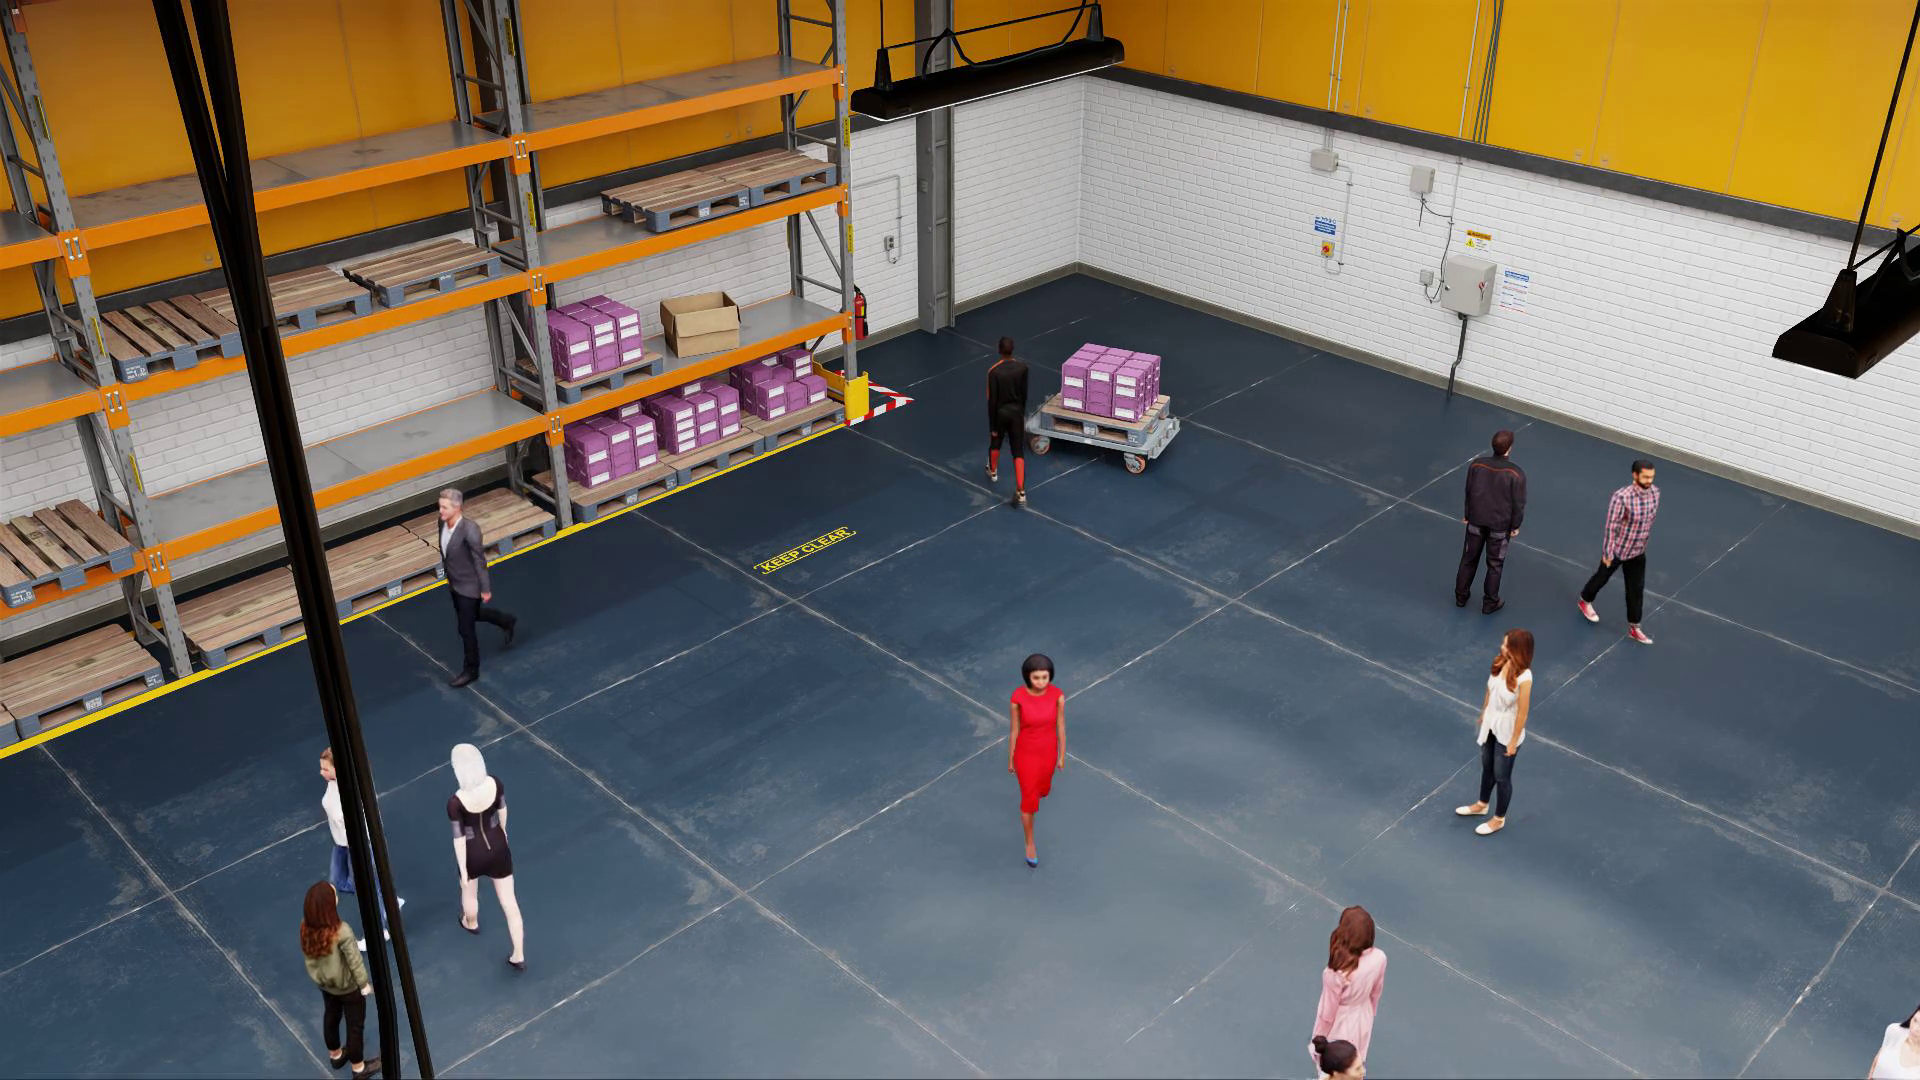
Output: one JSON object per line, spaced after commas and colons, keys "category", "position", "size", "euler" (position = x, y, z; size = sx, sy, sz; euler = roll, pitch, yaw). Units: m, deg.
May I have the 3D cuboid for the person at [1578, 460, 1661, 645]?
{"category": "person", "position": [6.035, 0.038, 15.223], "size": [1.197, 1.724, 1.114], "euler": [-8, 30, -15]}

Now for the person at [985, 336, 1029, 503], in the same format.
{"category": "person", "position": [0.545, -1.248, 17.543], "size": [1.228, 1.762, 1.117], "euler": [-7, 29, -12]}

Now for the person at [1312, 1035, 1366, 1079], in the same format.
{"category": "person", "position": [1.936, 3.388, 9.246], "size": [0.960, 1.568, 1.058], "euler": [9, 30, 15]}

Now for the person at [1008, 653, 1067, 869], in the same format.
{"category": "person", "position": [0.550, 1.565, 12.428], "size": [1.020, 1.721, 0.994], "euler": [-5, 29, -8]}

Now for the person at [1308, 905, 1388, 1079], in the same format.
{"category": "person", "position": [2.280, 2.914, 9.870], "size": [0.553, 1.803, 0.732], "euler": [-15, 32, -25]}

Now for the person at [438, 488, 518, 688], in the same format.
{"category": "person", "position": [-4.265, 0.346, 14.570], "size": [0.794, 1.810, 1.115], "euler": [21, 35, 34]}

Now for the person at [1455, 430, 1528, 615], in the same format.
{"category": "person", "position": [4.937, -0.177, 15.498], "size": [0.759, 1.839, 0.635], "euler": [18, 34, 30]}

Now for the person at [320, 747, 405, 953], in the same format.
{"category": "person", "position": [-4.083, 2.084, 11.485], "size": [0.708, 1.713, 0.656], "euler": [-20, 34, -32]}

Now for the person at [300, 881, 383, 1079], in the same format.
{"category": "person", "position": [-3.917, 2.772, 10.473], "size": [0.624, 1.474, 0.584], "euler": [15, 32, 25]}

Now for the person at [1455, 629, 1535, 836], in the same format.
{"category": "person", "position": [4.127, 1.433, 12.604], "size": [0.687, 1.784, 0.674], "euler": [-7, 29, -12]}

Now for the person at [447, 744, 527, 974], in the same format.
{"category": "person", "position": [-3.144, 2.185, 11.206], "size": [0.944, 1.802, 0.693], "euler": [-23, 36, -36]}
